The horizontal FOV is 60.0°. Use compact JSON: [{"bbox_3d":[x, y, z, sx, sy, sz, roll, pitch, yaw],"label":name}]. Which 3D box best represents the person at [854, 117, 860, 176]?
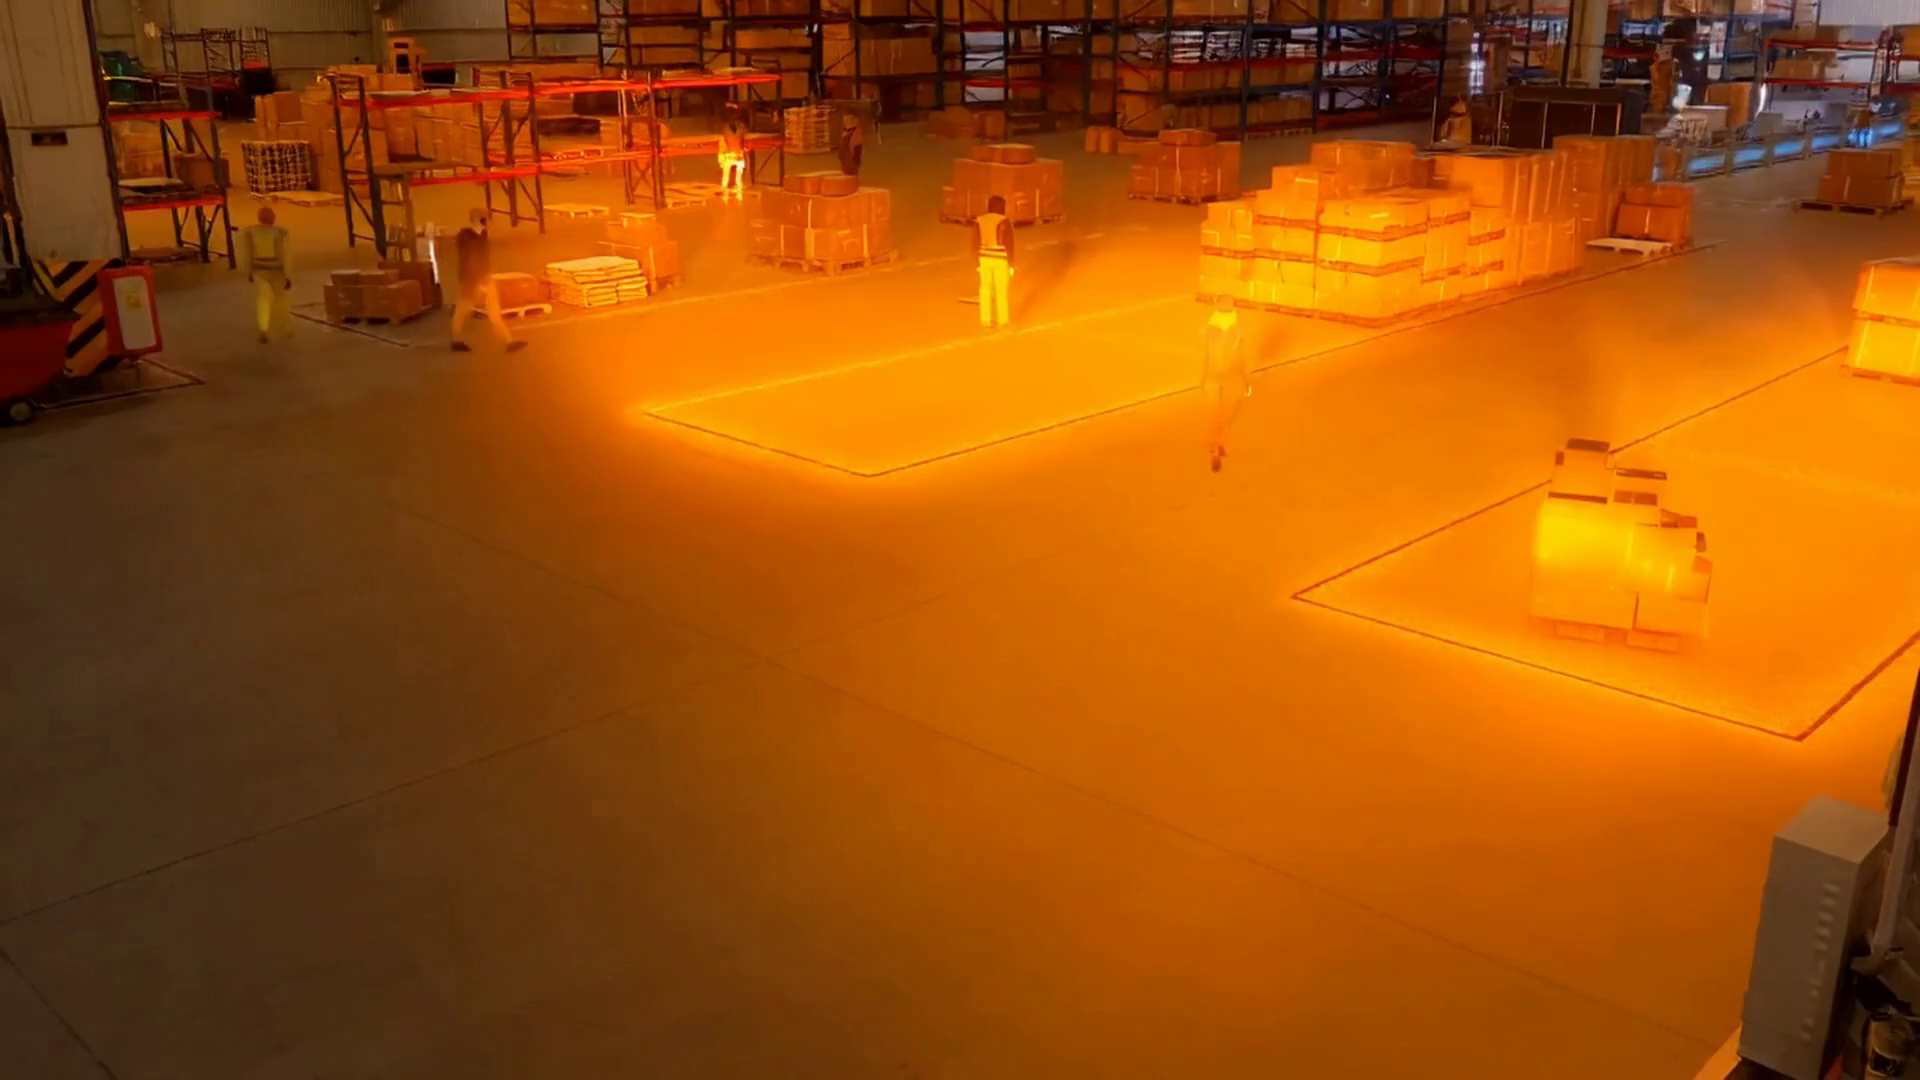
[{"bbox_3d":[-2.308,-8.282,36.316,0.309,1.868,0.535,4,19,13],"label":"person"}]

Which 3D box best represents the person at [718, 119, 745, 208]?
[{"bbox_3d":[-4.884,-8.063,35.658,0.573,1.873,0.356,-6,19,-16],"label":"person"}]

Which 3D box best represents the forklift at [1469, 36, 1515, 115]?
[{"bbox_3d":[19.973,-17.201,61.605,1.873,2.768,1.129,16,24,40],"label":"forklift"}]

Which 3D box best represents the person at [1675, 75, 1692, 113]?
[{"bbox_3d":[24.723,-15.030,56.914,0.537,1.695,0.321,0,18,0],"label":"person"}]

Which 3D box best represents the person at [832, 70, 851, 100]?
[{"bbox_3d":[-3.850,-14.260,54.140,0.617,1.999,0.382,-2,18,-5],"label":"person"}]

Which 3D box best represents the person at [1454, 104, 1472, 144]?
[{"bbox_3d":[12.542,-10.066,41.830,0.597,1.791,0.900,-3,19,-8],"label":"person"}]

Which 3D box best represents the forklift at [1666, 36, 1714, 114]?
[{"bbox_3d":[27.341,-17.291,61.877,1.129,2.768,1.873,17,25,41],"label":"forklift"}]

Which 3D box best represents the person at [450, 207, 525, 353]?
[{"bbox_3d":[-6.178,-3.316,21.353,1.069,1.879,0.623,8,20,22],"label":"person"}]

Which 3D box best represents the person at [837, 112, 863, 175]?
[{"bbox_3d":[-2.381,-8.188,35.763,0.540,2.000,0.715,-9,20,-25],"label":"person"}]

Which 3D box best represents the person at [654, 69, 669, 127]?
[{"bbox_3d":[-10.118,-14.998,56.490,0.588,1.911,0.396,10,21,27],"label":"person"}]

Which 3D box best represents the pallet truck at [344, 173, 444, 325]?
[{"bbox_3d":[-8.209,-4.181,23.757,0.823,1.965,1.885,3,19,9],"label":"pallet truck"}]

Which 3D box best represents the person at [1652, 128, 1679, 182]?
[{"bbox_3d":[13.705,-7.050,32.491,0.545,1.942,0.353,-10,21,-27],"label":"person"}]

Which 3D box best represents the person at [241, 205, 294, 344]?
[{"bbox_3d":[-9.203,-3.540,22.142,0.615,1.803,0.920,-4,19,-11],"label":"person"}]

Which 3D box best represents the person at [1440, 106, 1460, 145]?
[{"bbox_3d":[11.429,-9.147,38.840,0.384,1.929,0.539,-10,21,-27],"label":"person"}]

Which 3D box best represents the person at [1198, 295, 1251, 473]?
[{"bbox_3d":[2.582,-1.578,16.380,0.497,1.701,0.886,-1,18,-2],"label":"person"}]

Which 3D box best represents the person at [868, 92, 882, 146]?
[{"bbox_3d":[-2.586,-12.584,49.712,0.506,1.592,0.883,-8,20,-22],"label":"person"}]

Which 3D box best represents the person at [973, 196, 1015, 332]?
[{"bbox_3d":[0.493,-3.787,22.826,0.619,1.839,0.430,11,21,30],"label":"person"}]

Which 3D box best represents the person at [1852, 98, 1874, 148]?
[{"bbox_3d":[24.997,-11.410,46.101,0.505,1.636,0.278,-1,18,-2],"label":"person"}]

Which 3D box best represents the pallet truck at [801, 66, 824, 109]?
[{"bbox_3d":[-4.812,-15.182,56.903,0.823,1.965,1.885,-9,21,-26],"label":"pallet truck"}]

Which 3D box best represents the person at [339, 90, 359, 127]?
[{"bbox_3d":[-16.303,-11.008,44.419,0.355,1.937,0.635,11,21,31],"label":"person"}]

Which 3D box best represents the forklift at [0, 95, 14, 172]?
[{"bbox_3d":[-24.269,-10.815,42.365,1.129,2.768,1.873,17,25,41],"label":"forklift"}]

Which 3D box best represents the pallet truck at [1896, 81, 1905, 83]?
[{"bbox_3d":[34.802,-16.331,61.455,0.653,1.274,1.630,17,25,41],"label":"pallet truck"}]

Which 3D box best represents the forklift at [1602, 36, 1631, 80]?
[{"bbox_3d":[24.333,-17.287,61.864,1.129,2.768,1.873,17,25,41],"label":"forklift"}]

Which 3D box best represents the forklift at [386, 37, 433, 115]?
[{"bbox_3d":[-20.297,-16.875,60.624,1.129,2.768,1.873,4,19,10],"label":"forklift"}]

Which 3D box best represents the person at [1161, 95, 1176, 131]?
[{"bbox_3d":[5.862,-11.704,46.953,0.509,1.633,0.797,9,20,25],"label":"person"}]
